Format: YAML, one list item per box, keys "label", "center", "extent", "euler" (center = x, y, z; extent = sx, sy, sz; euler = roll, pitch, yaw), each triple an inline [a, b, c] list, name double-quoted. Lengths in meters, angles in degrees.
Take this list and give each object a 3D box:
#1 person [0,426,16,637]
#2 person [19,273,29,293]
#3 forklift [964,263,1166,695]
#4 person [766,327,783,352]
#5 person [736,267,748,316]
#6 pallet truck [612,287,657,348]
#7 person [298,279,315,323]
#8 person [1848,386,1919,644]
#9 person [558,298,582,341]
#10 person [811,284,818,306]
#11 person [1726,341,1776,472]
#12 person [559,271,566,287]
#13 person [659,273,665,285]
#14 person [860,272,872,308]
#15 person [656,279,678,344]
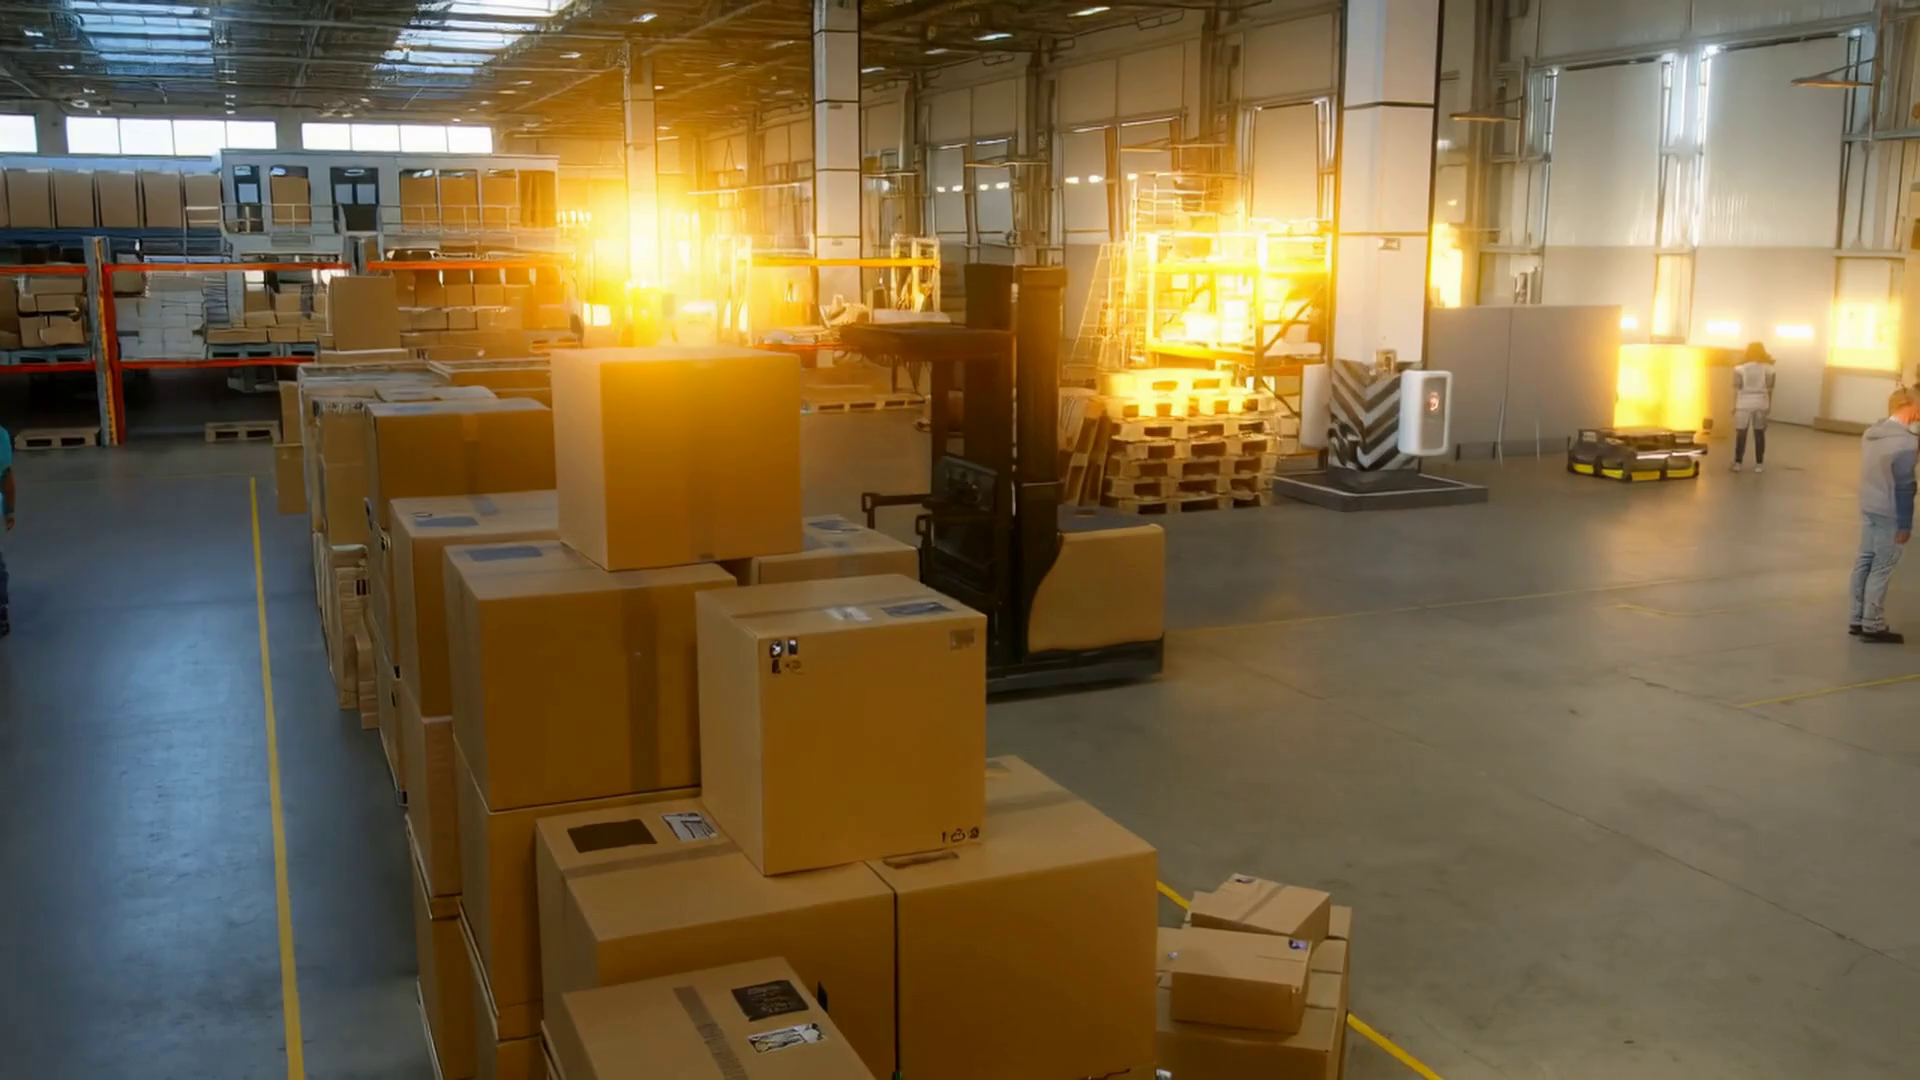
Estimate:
- label: "person"
  center: [-7.437, -0.218, 12.486]
  extent: [0.635, 1.937, 0.352]
  euler: [-3, 11, -16]
- label: "person"
  center: [-29.560, -7.492, 52.637]
  extent: [0.627, 1.909, 0.987]
  euler: [3, 11, 16]
- label: "forklift"
  center: [0.363, -0.447, 11.149]
  extent: [1.873, 2.768, 1.129]
  euler: [-4, 11, -23]
- label: "person"
  center: [-2.304, -1.682, 20.643]
  extent: [0.599, 1.905, 0.583]
  euler: [-3, 11, -18]
- label: "person"
  center: [-8.410, -9.375, 62.978]
  extent: [0.811, 1.925, 0.618]
  euler: [5, 11, 24]
- label: "pallet truck"
  center: [-6.464, -4.406, 35.401]
  extent: [0.823, 1.965, 1.885]
  euler: [6, 12, 32]
- label: "person"
  center: [-17.034, -5.828, 43.413]
  extent: [0.369, 1.935, 0.630]
  euler: [-9, 14, -41]
- label: "person"
  center: [6.880, -0.183, 12.339]
  extent: [0.387, 1.928, 0.638]
  euler: [1, 10, 3]
- label: "person"
  center: [-7.664, -3.875, 32.954]
  extent: [0.618, 1.827, 0.626]
  euler: [-8, 13, -38]
- label: "person"
  center: [-3.533, -5.706, 42.883]
  extent: [0.586, 1.887, 0.903]
  euler: [1, 10, 5]
- label: "person"
  center: [10.149, -1.707, 21.371]
  extent: [0.571, 1.697, 0.330]
  euler: [1, 10, 8]
- label: "person"
  center: [-13.697, -8.324, 57.309]
  extent: [0.584, 1.882, 0.337]
  euler: [7, 12, 34]
- label: "person"
  center: [-11.277, -9.213, 62.664]
  extent: [0.835, 1.701, 0.509]
  euler: [2, 11, 12]
- label: "person"
  center: [-3.393, -8.394, 57.840]
  extent: [0.640, 1.830, 0.579]
  euler: [0, 10, 2]
- label: "person"
  center: [-7.963, -6.062, 44.795]
  extent: [0.930, 1.896, 0.574]
  euler: [5, 12, 27]
